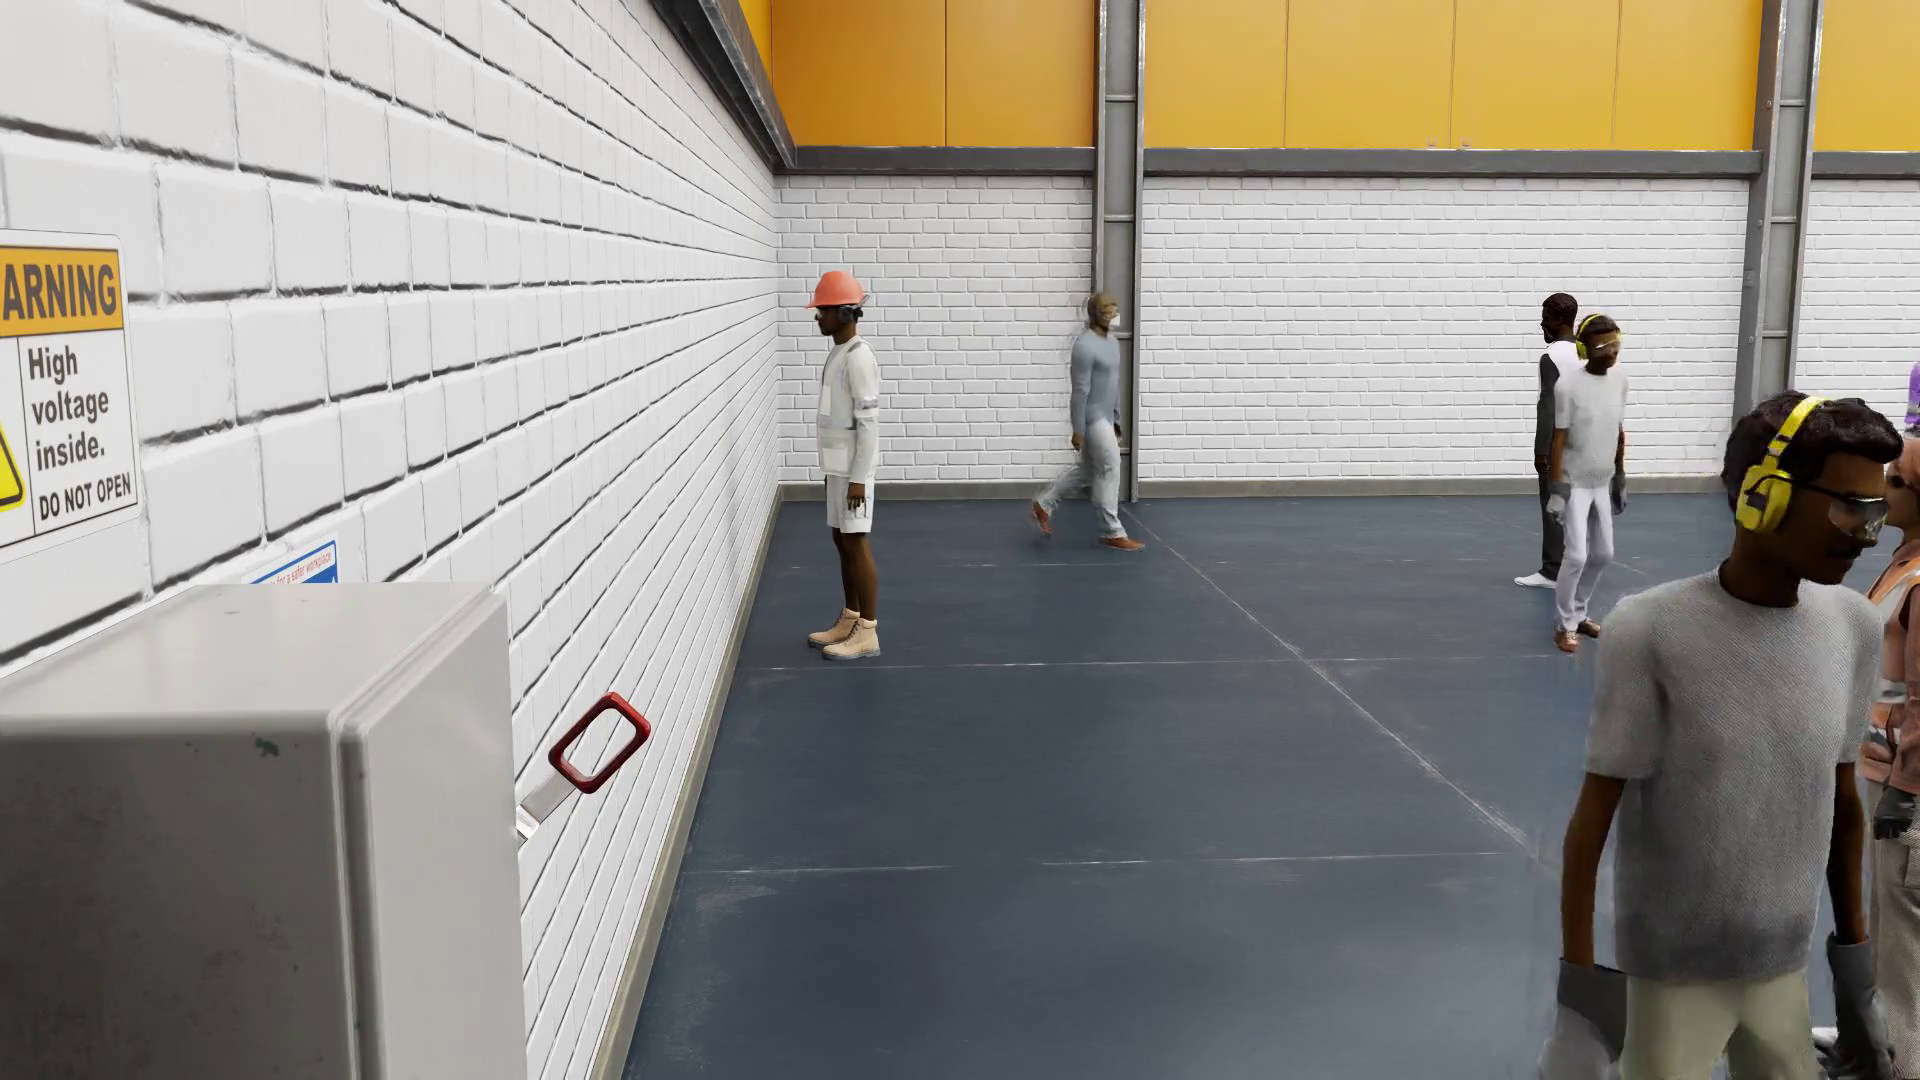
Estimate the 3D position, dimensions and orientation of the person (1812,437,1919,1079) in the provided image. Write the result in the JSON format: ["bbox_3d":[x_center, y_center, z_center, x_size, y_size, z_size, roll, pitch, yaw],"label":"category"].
[{"bbox_3d":[2.312,0.562,4.072,0.307,1.645,0.514,4,10,23],"label":"person"}]

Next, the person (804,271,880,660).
[{"bbox_3d":[-0.624,-0.390,8.801,0.377,2.041,0.616,-3,9,-17],"label":"person"}]

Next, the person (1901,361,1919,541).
[{"bbox_3d":[5.335,-0.351,8.938,0.402,1.918,0.565,-8,12,-42],"label":"person"}]

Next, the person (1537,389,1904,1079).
[{"bbox_3d":[1.222,0.685,2.670,0.765,1.848,0.438,-2,9,-15],"label":"person"}]

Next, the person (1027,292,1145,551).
[{"bbox_3d":[0.922,-0.879,12.293,0.890,1.910,0.637,4,10,21],"label":"person"}]

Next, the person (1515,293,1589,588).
[{"bbox_3d":[3.899,-0.635,10.766,0.587,1.911,0.397,-9,13,-44],"label":"person"}]

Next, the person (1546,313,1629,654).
[{"bbox_3d":[3.347,-0.299,8.927,0.595,1.830,0.505,-5,10,-27],"label":"person"}]
